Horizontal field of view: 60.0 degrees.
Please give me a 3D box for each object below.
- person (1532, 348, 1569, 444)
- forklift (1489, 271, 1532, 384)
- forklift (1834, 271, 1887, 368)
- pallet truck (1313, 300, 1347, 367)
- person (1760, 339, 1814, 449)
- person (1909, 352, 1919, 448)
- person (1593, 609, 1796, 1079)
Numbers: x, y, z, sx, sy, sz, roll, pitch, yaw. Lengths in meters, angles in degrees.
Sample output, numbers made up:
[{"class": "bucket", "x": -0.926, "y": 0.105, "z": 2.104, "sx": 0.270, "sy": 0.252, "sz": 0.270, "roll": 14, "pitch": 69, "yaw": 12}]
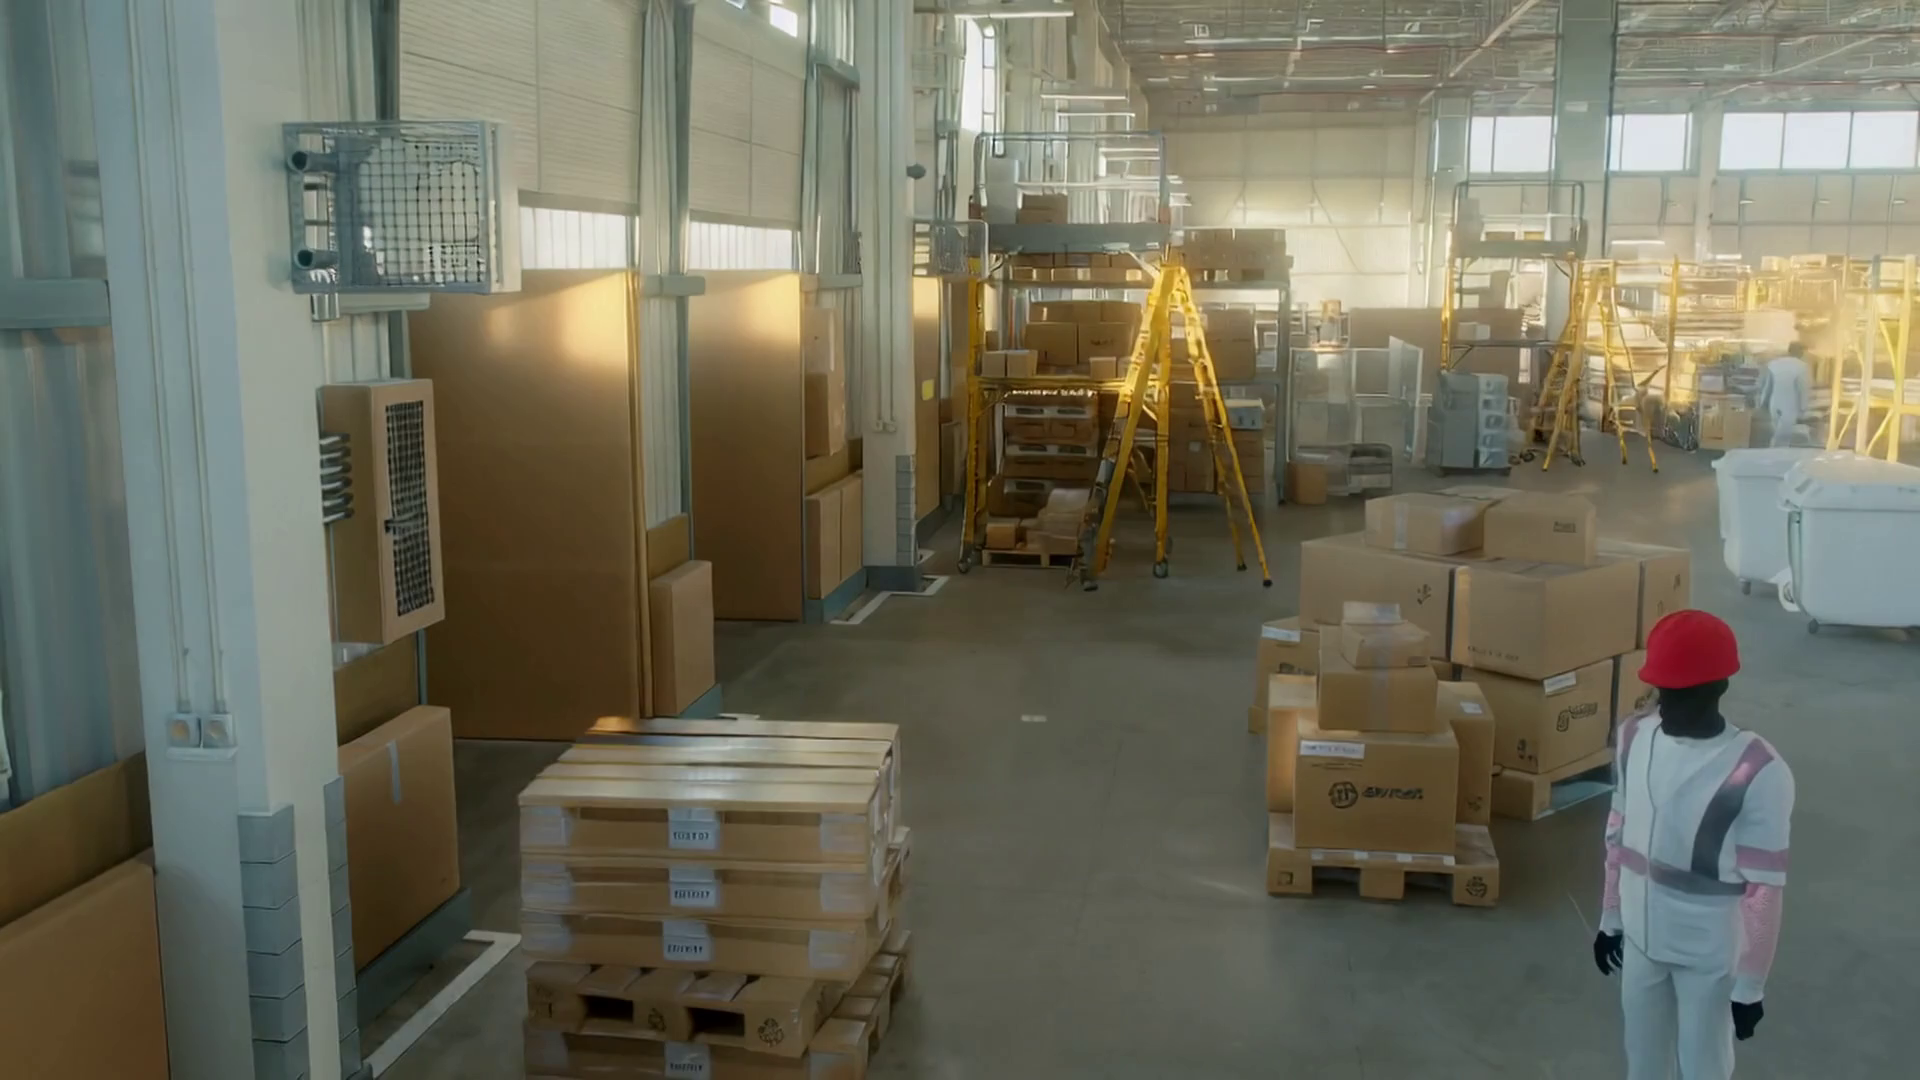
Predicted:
[{"class": "person", "x": 9.816, "y": -2.541, "z": 27.552, "sx": 0.553, "sy": 1.874, "sz": 1.010, "roll": -2, "pitch": 9, "yaw": -12}, {"class": "forklift", "x": 13.422, "y": -5.322, "z": 41.591, "sx": 1.873, "sy": 2.768, "sz": 1.129, "roll": 1, "pitch": 9, "yaw": 9}, {"class": "forklift", "x": 25.532, "y": -6.327, "z": 47.788, "sx": 1.873, "sy": 2.768, "sz": 1.129, "roll": 1, "pitch": 9, "yaw": 9}, {"class": "pallet truck", "x": 11.159, "y": -6.200, "z": 49.718, "sx": 0.823, "sy": 1.965, "sz": 1.885, "roll": 4, "pitch": 10, "yaw": 26}, {"class": "person", "x": 11.445, "y": -1.827, "z": 23.065, "sx": 0.528, "sy": 1.903, "sz": 0.667, "roll": -5, "pitch": 10, "yaw": -27}, {"class": "person", "x": 15.514, "y": -2.339, "z": 26.724, "sx": 0.323, "sy": 1.736, "sz": 0.488, "roll": 5, "pitch": 10, "yaw": 26}, {"class": "person", "x": 2.044, "y": 1.135, "z": 4.734, "sx": 0.395, "sy": 1.918, "sz": 0.586, "roll": -4, "pitch": 10, "yaw": -23}]
